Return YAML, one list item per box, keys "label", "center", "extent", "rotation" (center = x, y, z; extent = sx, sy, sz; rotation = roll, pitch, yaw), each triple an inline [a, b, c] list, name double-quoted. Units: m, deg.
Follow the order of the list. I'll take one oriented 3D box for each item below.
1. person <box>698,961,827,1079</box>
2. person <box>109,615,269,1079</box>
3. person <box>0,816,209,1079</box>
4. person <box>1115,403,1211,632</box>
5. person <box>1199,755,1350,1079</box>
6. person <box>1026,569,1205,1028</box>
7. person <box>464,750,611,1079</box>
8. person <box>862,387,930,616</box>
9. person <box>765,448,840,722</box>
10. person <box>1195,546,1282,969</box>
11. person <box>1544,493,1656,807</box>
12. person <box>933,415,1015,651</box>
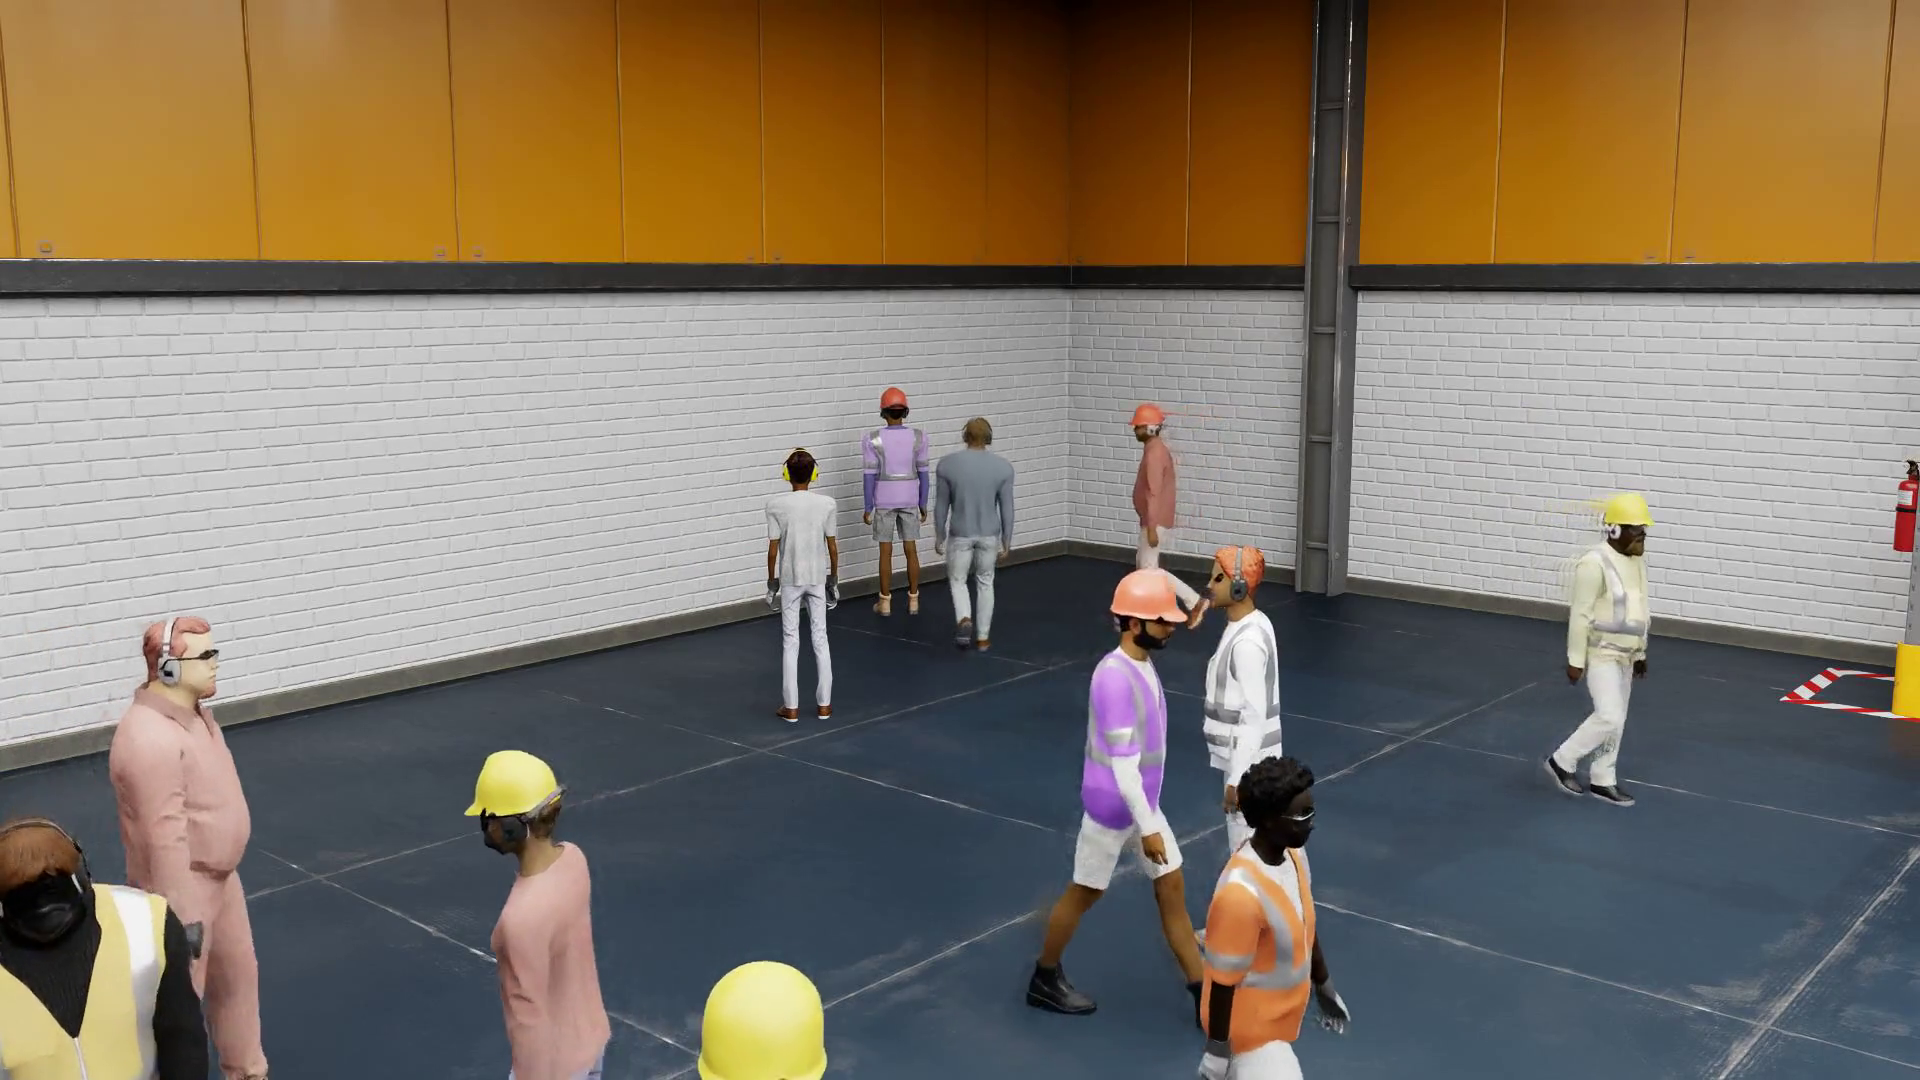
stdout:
- label: "person"
  center: [-0.355, 1.622, 3.016]
  extent: [0.588, 1.892, 0.917]
  rotation: [0, 9, 3]
- label: "person"
  center: [-2.738, 1.190, 5.746]
  extent: [0.808, 1.884, 0.643]
  rotation: [-1, 9, -9]
- label: "person"
  center: [-2.286, 1.494, 4.178]
  extent: [0.646, 1.793, 0.882]
  rotation: [-9, 13, -44]
- label: "person"
  center: [1.709, -0.164, 13.966]
  extent: [0.728, 1.973, 0.623]
  rotation: [2, 9, 10]
- label: "person"
  center: [0.928, 1.433, 4.936]
  extent: [0.888, 1.641, 0.548]
  rotation: [4, 10, 25]
- label: "person"
  center: [0.709, 1.049, 6.653]
  extent: [1.009, 1.884, 0.546]
  rotation: [4, 10, 24]
- label: "person"
  center: [-1.070, 1.432, 4.667]
  extent: [0.632, 1.740, 0.536]
  rotation: [1, 9, 6]
- label: "person"
  center: [-0.577, -0.338, 14.823]
  extent: [0.608, 2.048, 0.365]
  rotation: [-3, 9, -16]
- label: "person"
  center: [-1.076, 0.306, 11.333]
  extent: [0.513, 1.872, 0.328]
  rotation: [-3, 9, -16]
- label: "person"
  center: [1.214, 0.955, 7.216]
  extent: [0.358, 1.882, 0.574]
  rotation: [1, 9, 8]
- label: "person"
  center: [3.700, 0.626, 9.466]
  extent: [0.597, 1.820, 0.430]
  rotation: [-8, 12, -42]
- label: "person"
  center: [0.116, -0.026, 13.260]
  extent: [0.659, 1.919, 0.600]
  rotation: [0, 9, -3]
